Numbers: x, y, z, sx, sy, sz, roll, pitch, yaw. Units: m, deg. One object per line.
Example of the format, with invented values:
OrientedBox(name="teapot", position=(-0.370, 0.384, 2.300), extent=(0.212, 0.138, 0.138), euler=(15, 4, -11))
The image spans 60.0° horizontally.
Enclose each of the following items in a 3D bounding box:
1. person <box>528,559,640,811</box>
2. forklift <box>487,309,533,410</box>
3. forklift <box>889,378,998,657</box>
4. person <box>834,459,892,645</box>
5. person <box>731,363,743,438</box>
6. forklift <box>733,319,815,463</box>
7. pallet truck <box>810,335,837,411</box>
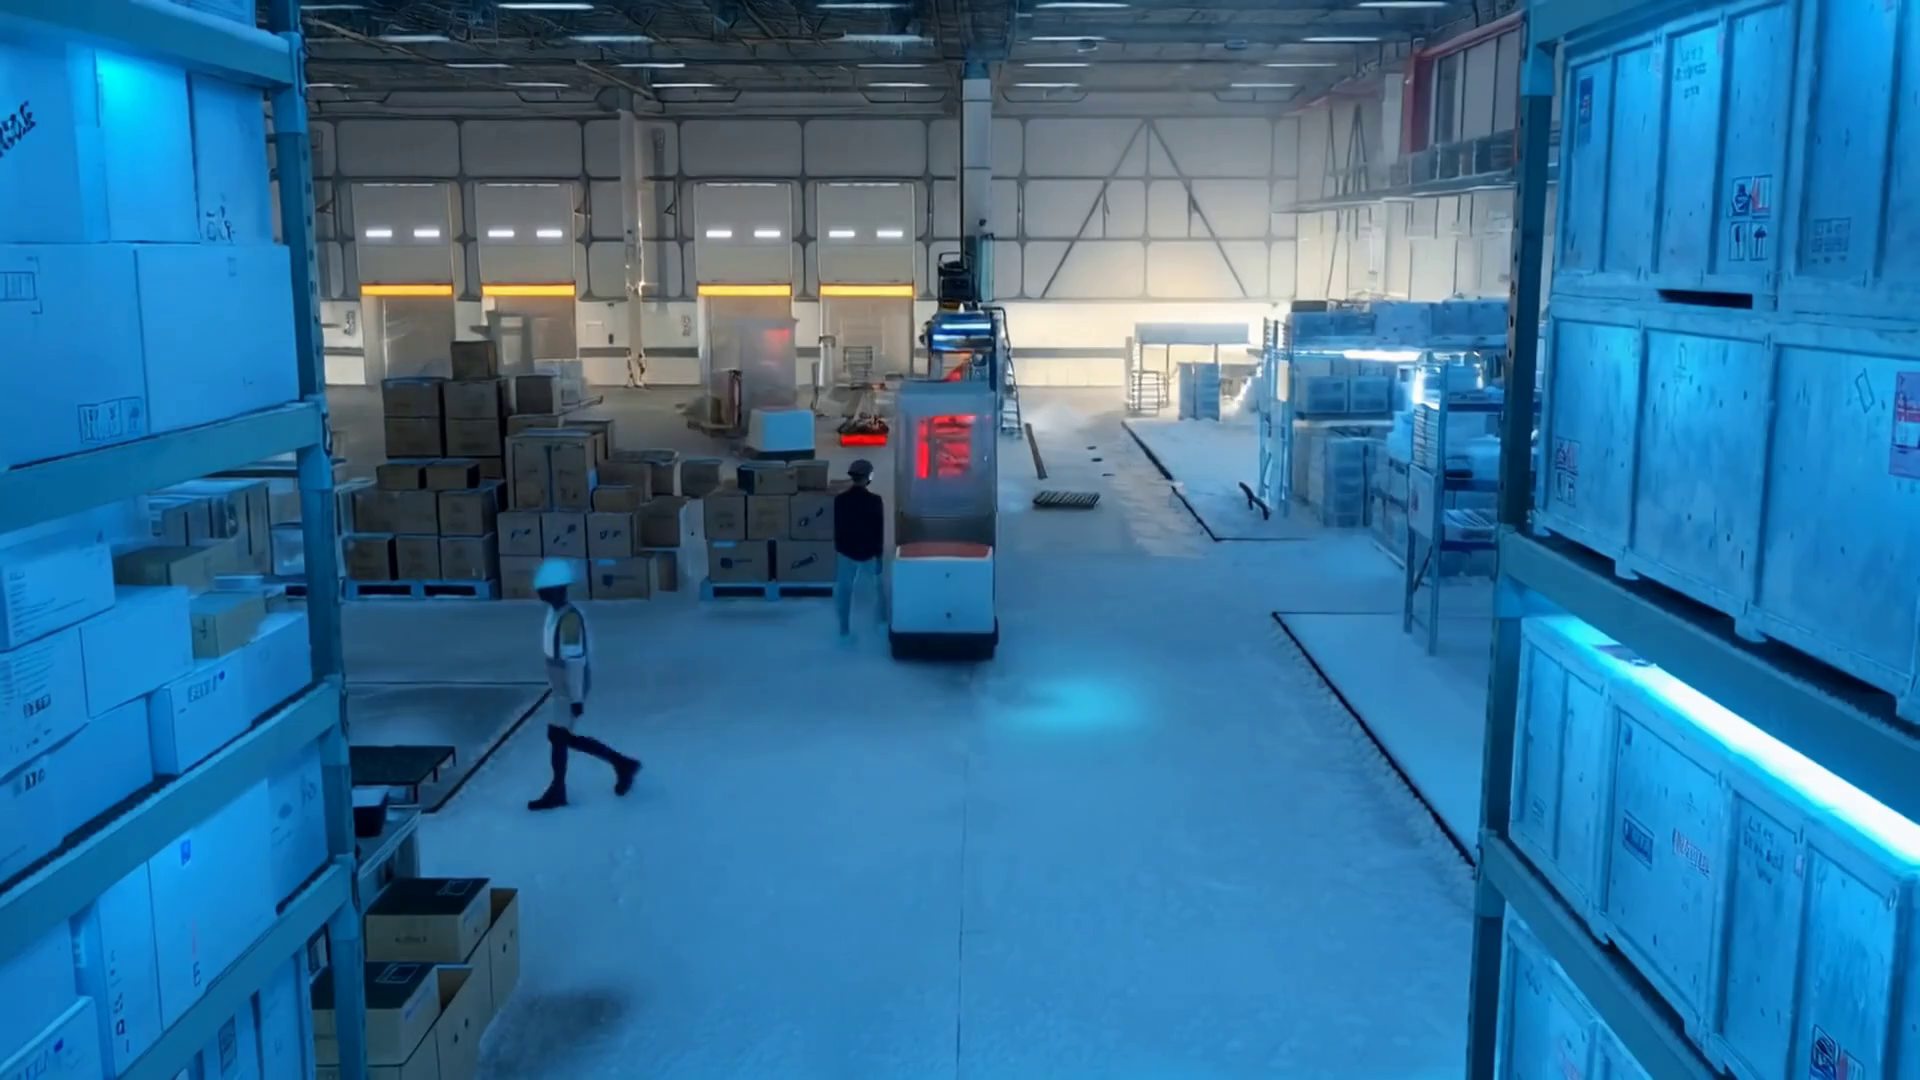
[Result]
OrientedBox(name="person", position=(-2.831, 1.066, 12.362), extent=(0.749, 1.917, 0.552), euler=(-5, 11, -26))
OrientedBox(name="forklift", position=(-10.359, -3.940, 38.434), extent=(1.129, 2.768, 1.873), euler=(-8, 13, -38))
OrientedBox(name="forklift", position=(-0.166, -0.303, 17.448), extent=(1.129, 2.768, 1.873), euler=(0, 10, 1))
OrientedBox(name="person", position=(-1.036, 0.104, 17.792), extent=(0.649, 1.939, 1.004), euler=(5, 11, 26))
OrientedBox(name="person", position=(-4.948, -3.099, 37.000), extent=(0.498, 1.685, 0.547), euler=(-8, 13, -40))
OrientedBox(name="forklift", position=(-3.673, -2.954, 32.743), extent=(1.129, 2.768, 1.873), euler=(-5, 11, -25))
OrientedBox(name="pallet truck", position=(-3.021, -4.312, 43.126), extent=(1.885, 1.965, 0.823), euler=(3, 10, 17))
